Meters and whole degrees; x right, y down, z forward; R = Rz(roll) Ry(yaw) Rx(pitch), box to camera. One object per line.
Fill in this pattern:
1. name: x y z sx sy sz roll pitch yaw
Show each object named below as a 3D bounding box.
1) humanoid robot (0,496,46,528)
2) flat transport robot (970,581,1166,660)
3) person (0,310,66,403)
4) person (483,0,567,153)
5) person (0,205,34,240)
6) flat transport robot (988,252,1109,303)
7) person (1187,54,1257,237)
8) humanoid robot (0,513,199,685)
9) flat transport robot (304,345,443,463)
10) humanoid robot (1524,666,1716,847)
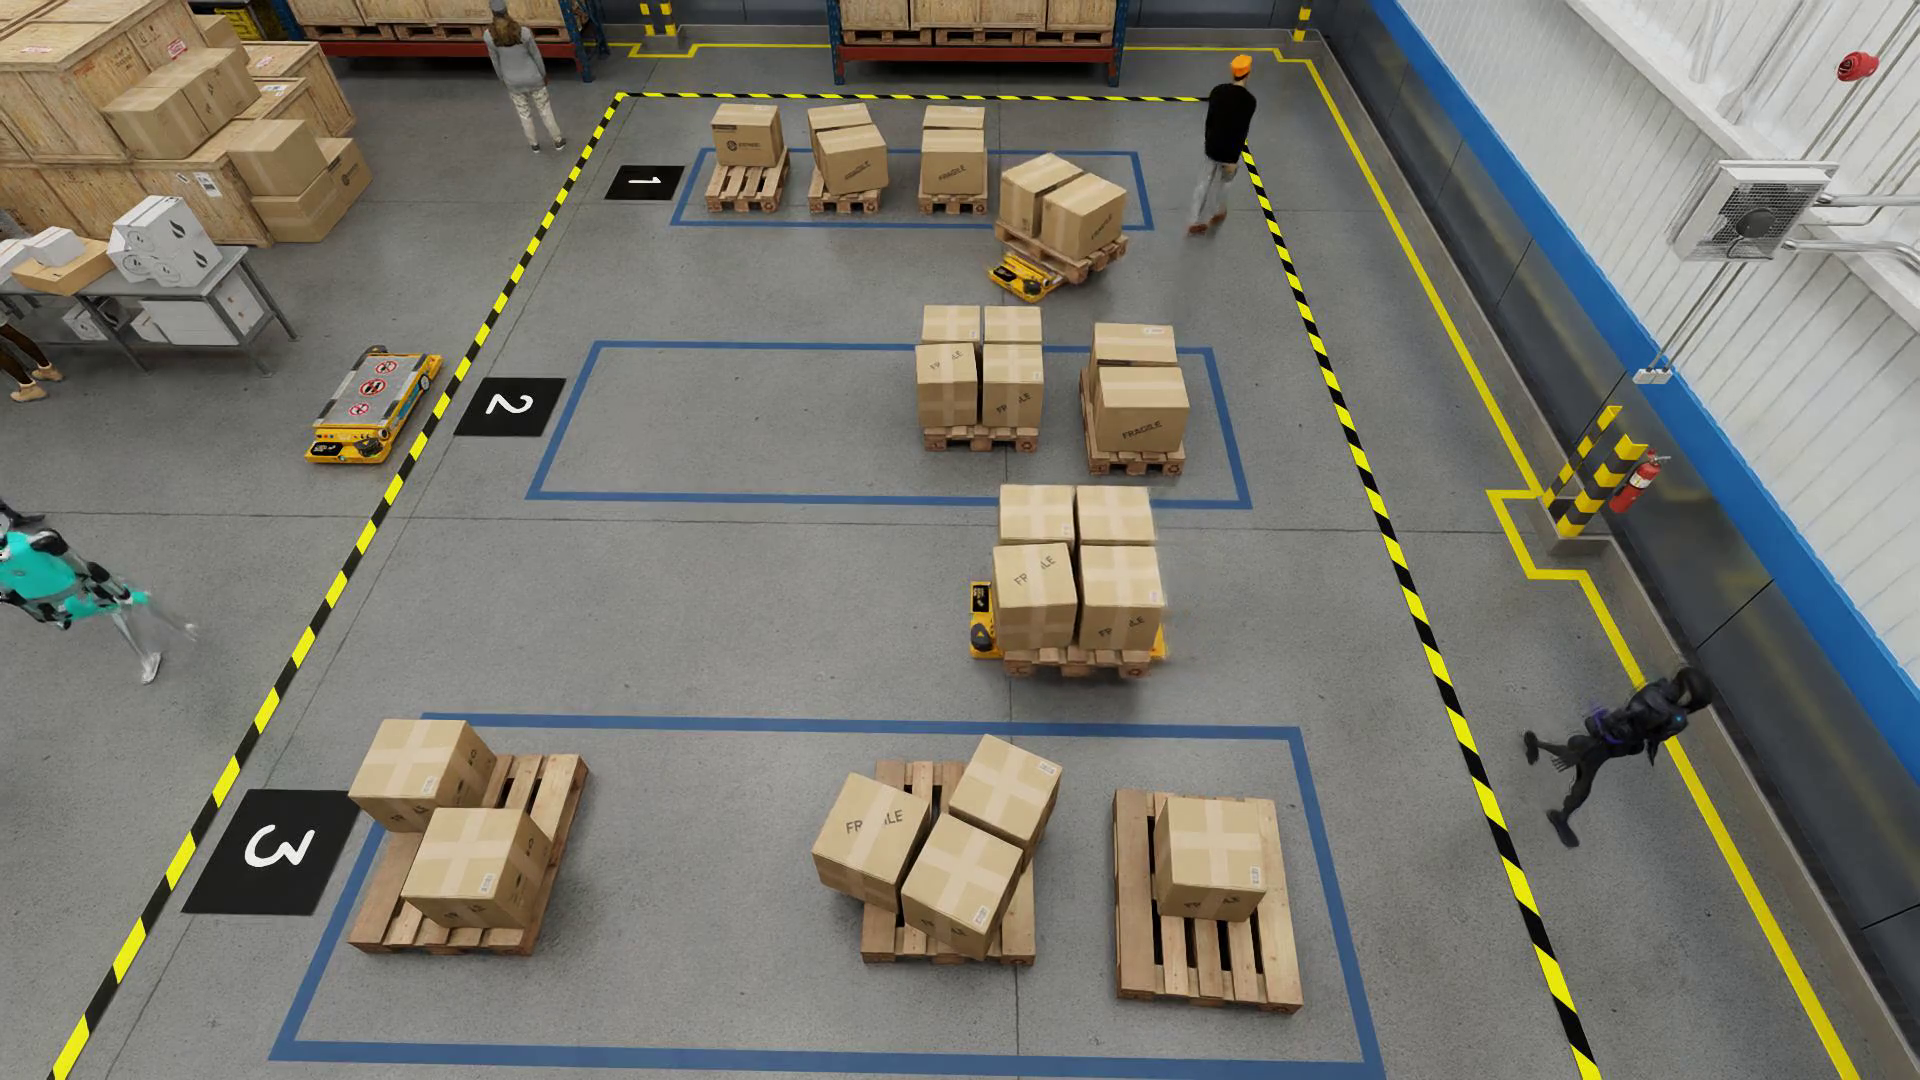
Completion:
1. humanoid robot: -7.859 -0.547 6.915 0.674 1.633 0.601 -6 50 -5
2. flat transport robot: 0.793 0.567 6.869 1.431 0.197 0.652 1 50 1
3. person: -8.758 -2.088 7.972 0.370 2.043 0.613 1 50 1
4. person: -5.303 -5.610 11.129 0.572 1.768 0.399 -10 51 -8
5. person: -10.445 -3.742 9.446 0.709 1.925 0.631 -28 55 -21
6. flat transport robot: 1.037 -3.075 9.951 1.431 0.197 0.652 -36 59 -27
7. person: 2.845 -4.243 9.937 0.804 1.819 0.595 -36 59 -27
8. humanoid robot: -5.870 0.303 6.182 0.541 1.819 0.824 -21 53 -17
9. flat transport robot: -5.383 -1.269 8.441 0.659 0.231 1.431 1 50 1
10. humanoid robot: 3.901 1.162 5.504 0.609 1.644 0.768 -8 50 -6
